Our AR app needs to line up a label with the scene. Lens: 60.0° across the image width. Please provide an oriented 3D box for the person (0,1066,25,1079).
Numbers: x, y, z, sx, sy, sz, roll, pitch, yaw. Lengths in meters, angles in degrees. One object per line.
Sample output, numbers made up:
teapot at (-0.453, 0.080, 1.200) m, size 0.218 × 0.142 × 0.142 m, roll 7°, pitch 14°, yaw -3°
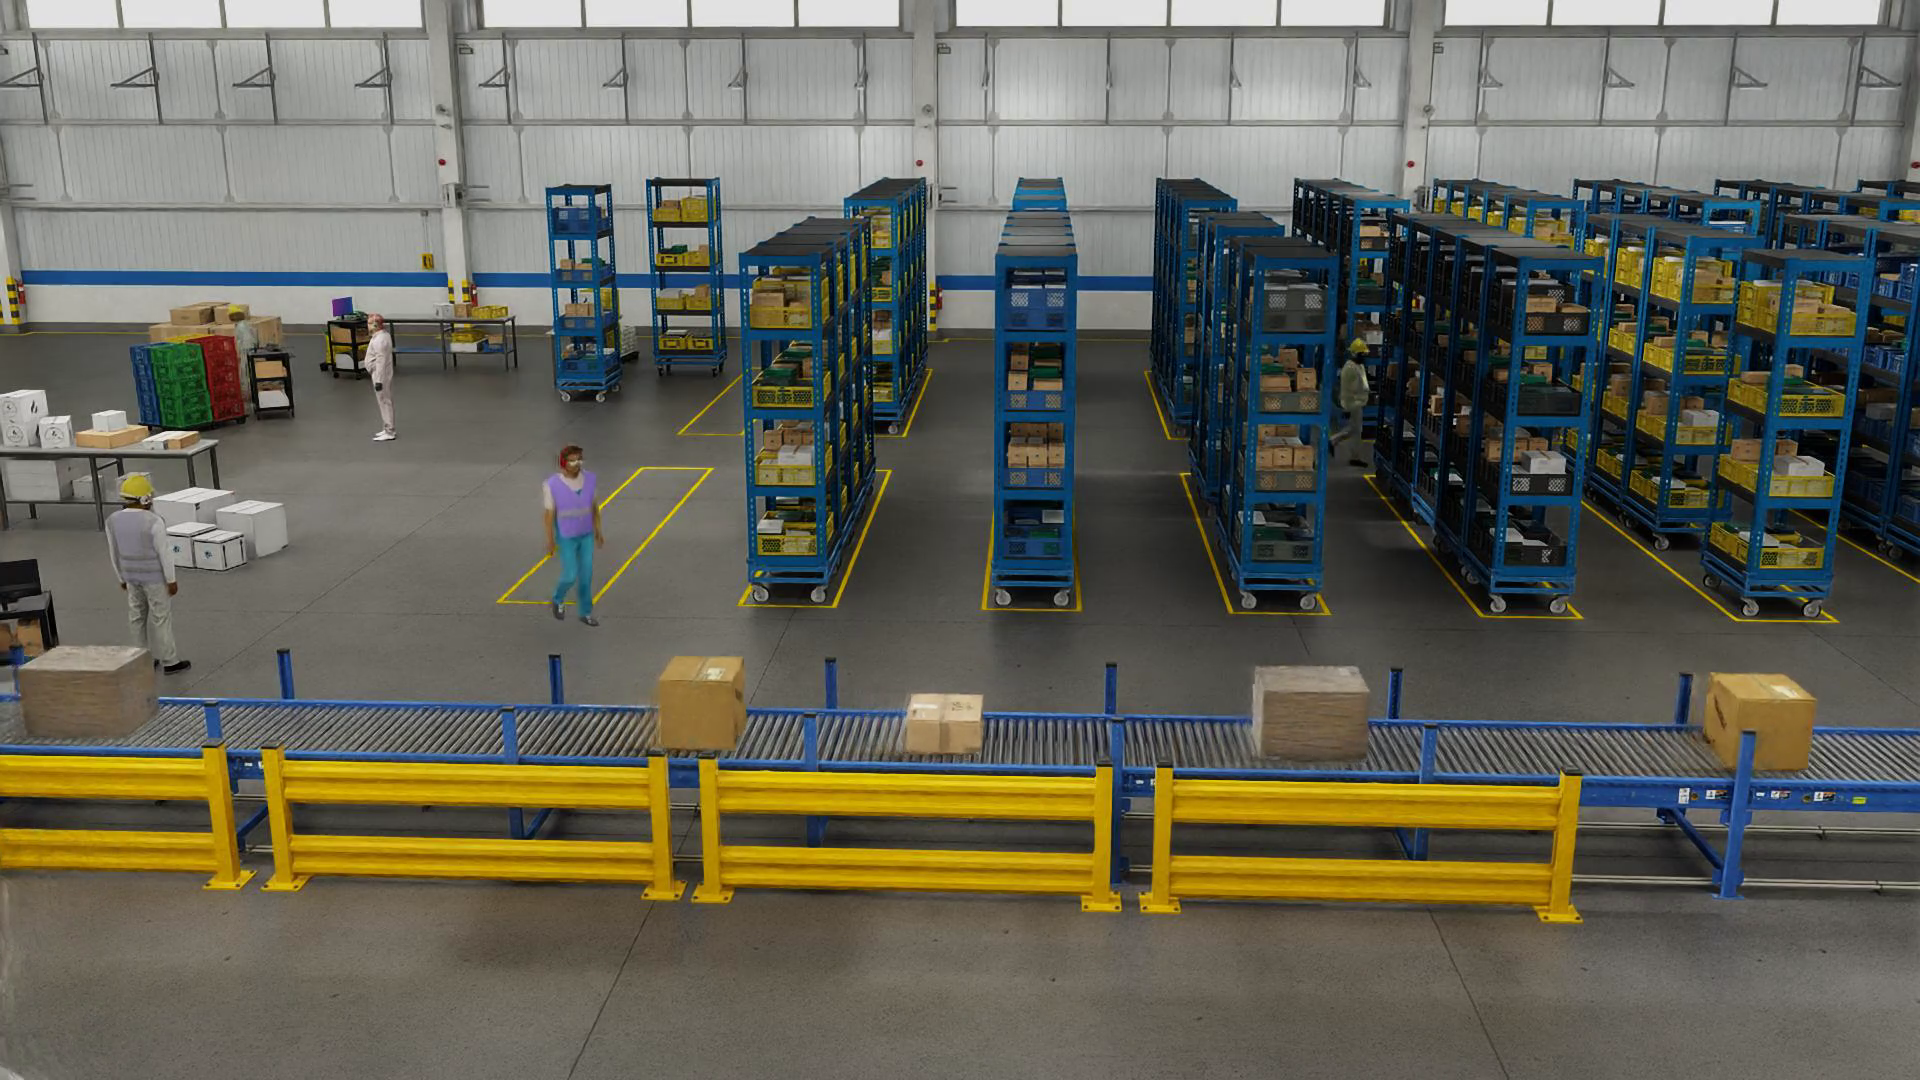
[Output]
person at (-4.632, 2.204, 7.723) m, size 0.789 × 1.925 × 0.604 m, roll 1°, pitch 15°, yaw 3°

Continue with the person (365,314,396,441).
person at (-8.729, -2.454, 25.035) m, size 0.409 × 1.907 × 0.651 m, roll -3°, pitch 15°, yaw -13°

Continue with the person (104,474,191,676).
person at (-7.274, 0.315, 14.895) m, size 0.586 × 1.835 × 0.403 m, roll 3°, pitch 15°, yaw 12°

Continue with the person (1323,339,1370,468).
person at (5.447, -1.924, 23.242) m, size 0.611 × 1.811 × 0.602 m, roll 7°, pitch 16°, yaw 24°

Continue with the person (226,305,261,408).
person at (-11.926, -3.039, 27.585) m, size 0.659 × 1.694 × 0.566 m, roll -8°, pitch 17°, yaw -27°

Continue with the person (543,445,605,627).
person at (-3.774, -0.045, 16.246) m, size 0.458 × 1.831 × 0.577 m, roll 14°, pitch 21°, yaw 42°
